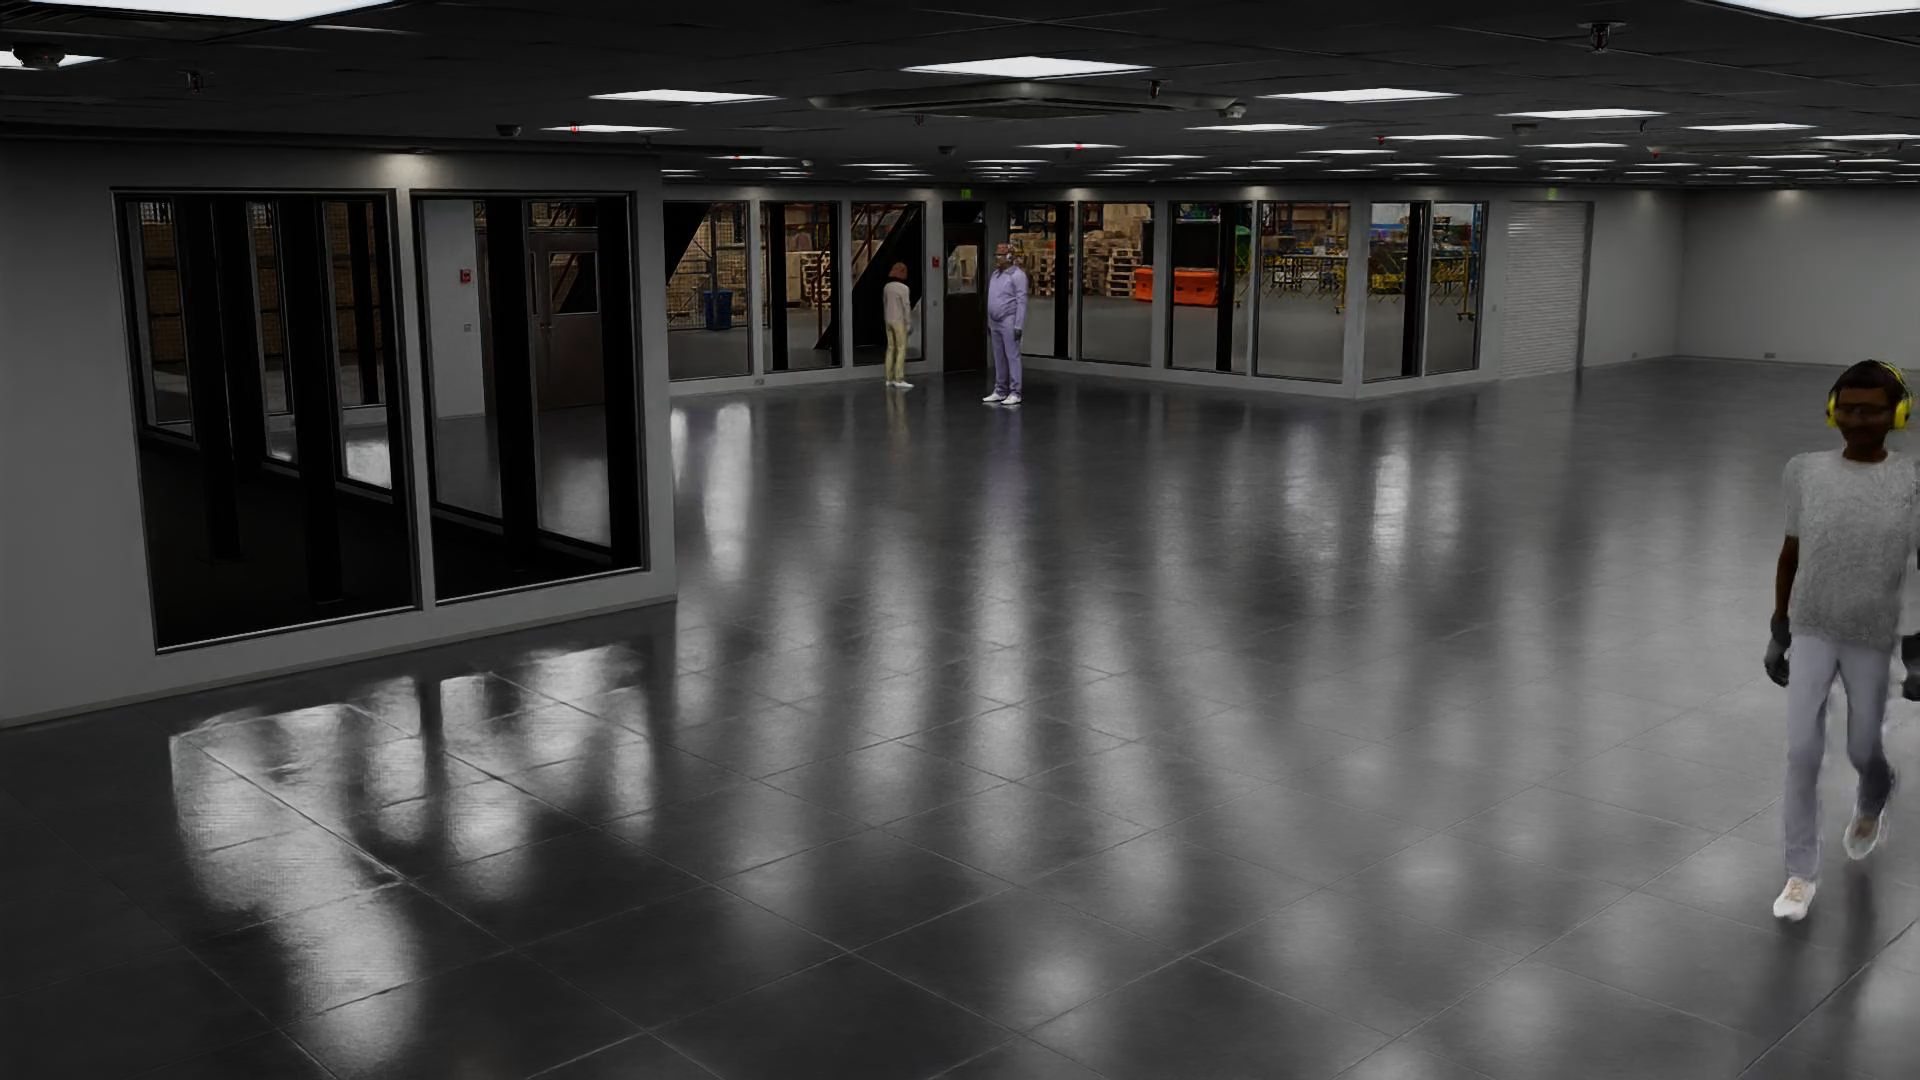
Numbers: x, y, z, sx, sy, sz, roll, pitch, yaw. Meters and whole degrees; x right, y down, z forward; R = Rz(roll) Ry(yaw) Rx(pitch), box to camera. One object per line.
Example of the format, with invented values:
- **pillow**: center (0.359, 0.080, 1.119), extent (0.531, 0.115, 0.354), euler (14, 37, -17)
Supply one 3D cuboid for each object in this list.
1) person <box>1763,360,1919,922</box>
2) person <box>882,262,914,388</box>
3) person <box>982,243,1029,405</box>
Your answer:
- **person**: center (2.997, 0.309, 5.589), extent (0.518, 1.851, 0.771), euler (9, 14, 38)
- **person**: center (-0.819, -2.804, 21.698), extent (0.269, 1.630, 0.507), euler (-9, 15, -39)
- **person**: center (0.527, -2.576, 19.864), extent (0.403, 1.911, 0.637), euler (-7, 13, -33)
